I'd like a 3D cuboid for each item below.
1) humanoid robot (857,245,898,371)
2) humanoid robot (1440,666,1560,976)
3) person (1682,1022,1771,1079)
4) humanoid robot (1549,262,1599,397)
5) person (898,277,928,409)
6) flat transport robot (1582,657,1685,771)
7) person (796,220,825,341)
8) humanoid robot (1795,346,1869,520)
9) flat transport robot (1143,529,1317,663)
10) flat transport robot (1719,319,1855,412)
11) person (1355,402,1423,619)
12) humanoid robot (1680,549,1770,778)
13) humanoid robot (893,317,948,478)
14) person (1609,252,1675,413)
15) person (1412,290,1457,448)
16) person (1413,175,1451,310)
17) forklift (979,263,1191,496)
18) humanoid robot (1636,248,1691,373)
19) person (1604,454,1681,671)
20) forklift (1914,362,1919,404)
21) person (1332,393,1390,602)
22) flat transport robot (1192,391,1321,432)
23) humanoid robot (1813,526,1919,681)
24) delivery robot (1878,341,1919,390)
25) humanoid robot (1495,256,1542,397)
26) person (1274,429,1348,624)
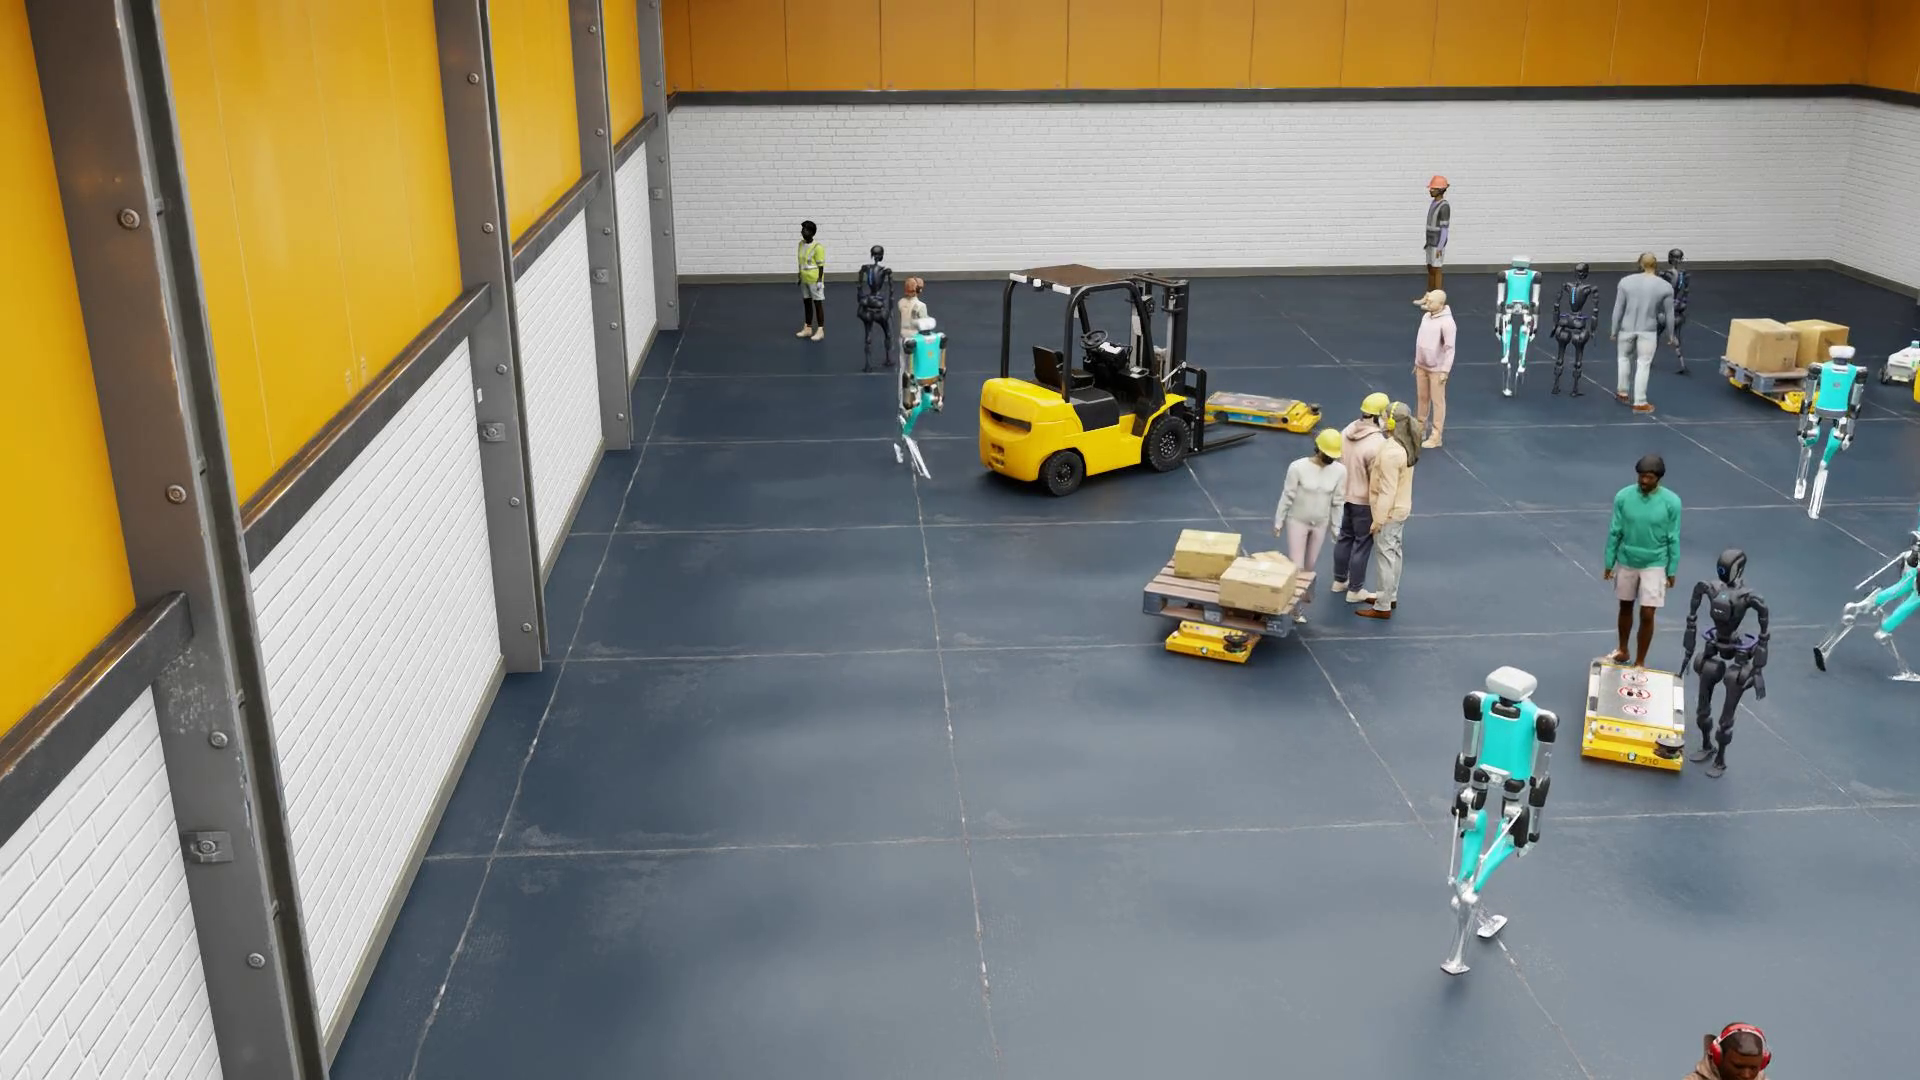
[{"bbox_3d":[-1.114,-3.079,21.989,0.589,1.642,0.534,10,22,25],"label":"humanoid robot"},{"bbox_3d":[2.844,1.617,9.154,0.540,1.761,1.028,17,26,39],"label":"humanoid robot"},{"bbox_3d":[2.976,2.581,6.597,0.454,1.642,0.315,2,20,5],"label":"person"},{"bbox_3d":[7.655,-2.643,20.763,0.599,1.657,0.315,18,26,39],"label":"humanoid robot"},{"bbox_3d":[-0.567,-2.347,20.045,0.315,1.633,0.514,-15,25,-36],"label":"person"},{"bbox_3d":[4.945,1.257,12.202,0.659,0.231,1.431,8,22,20],"label":"flat transport robot"},{"bbox_3d":[-2.121,-3.686,23.594,0.321,1.697,0.529,-18,27,-41],"label":"person"},{"bbox_3d":[8.655,-1.149,16.682,0.530,1.774,1.004,7,21,19],"label":"humanoid robot"},{"bbox_3d":[2.248,0.636,13.895,0.659,0.231,1.431,9,22,24],"label":"flat transport robot"},{"bbox_3d":[10.273,-1.871,20.725,0.659,0.231,1.431,-2,20,-5],"label":"flat transport robot"},{"bbox_3d":[3.623,-0.248,13.975,0.412,1.877,0.550,11,23,27],"label":"person"},{"bbox_3d":[5.256,0.819,11.373,0.443,1.635,0.601,-16,26,-37],"label":"humanoid robot"},{"bbox_3d":[-0.560,-1.571,17.826,0.530,1.775,0.965,-14,24,-33],"label":"humanoid robot"},{"bbox_3d":[8.280,-2.531,20.150,0.713,1.901,0.748,10,22,25],"label":"person"},{"bbox_3d":[5.321,-1.931,18.689,0.400,1.781,0.535,-9,22,-23],"label":"person"},{"bbox_3d":[7.250,-4.546,25.442,0.387,2.045,0.605,-1,20,-2],"label":"person"},{"bbox_3d":[1.315,-1.764,17.646,2.313,2.155,1.214,-14,24,-33],"label":"forklift"},{"bbox_3d":[9.350,-3.005,21.843,0.607,1.634,0.769,-9,22,-22],"label":"humanoid robot"},{"bbox_3d":[5.220,0.212,12.818,0.535,1.817,0.643,13,24,32],"label":"person"},{"bbox_3d":[12.602,-2.435,19.475,2.313,2.155,1.214,-1,20,-4],"label":"forklift"},{"bbox_3d":[3.448,-0.364,14.322,0.436,1.855,0.814,-8,22,-20],"label":"person"},{"bbox_3d":[3.513,-1.525,19.782,1.431,0.231,0.659,10,22,24],"label":"flat transport robot"},{"bbox_3d":[7.101,0.275,12.797,0.926,1.784,0.554,3,20,8],"label":"humanoid robot"},{"bbox_3d":[12.207,-2.249,21.329,0.777,0.587,0.499,-16,25,-36],"label":"delivery robot"},{"bbox_3d":[6.861,-2.545,20.538,0.549,1.818,0.860,5,21,14],"label":"humanoid robot"},{"bbox_3d":[2.908,-0.114,13.803,0.556,1.733,0.439,-4,21,-11],"label":"person"}]
